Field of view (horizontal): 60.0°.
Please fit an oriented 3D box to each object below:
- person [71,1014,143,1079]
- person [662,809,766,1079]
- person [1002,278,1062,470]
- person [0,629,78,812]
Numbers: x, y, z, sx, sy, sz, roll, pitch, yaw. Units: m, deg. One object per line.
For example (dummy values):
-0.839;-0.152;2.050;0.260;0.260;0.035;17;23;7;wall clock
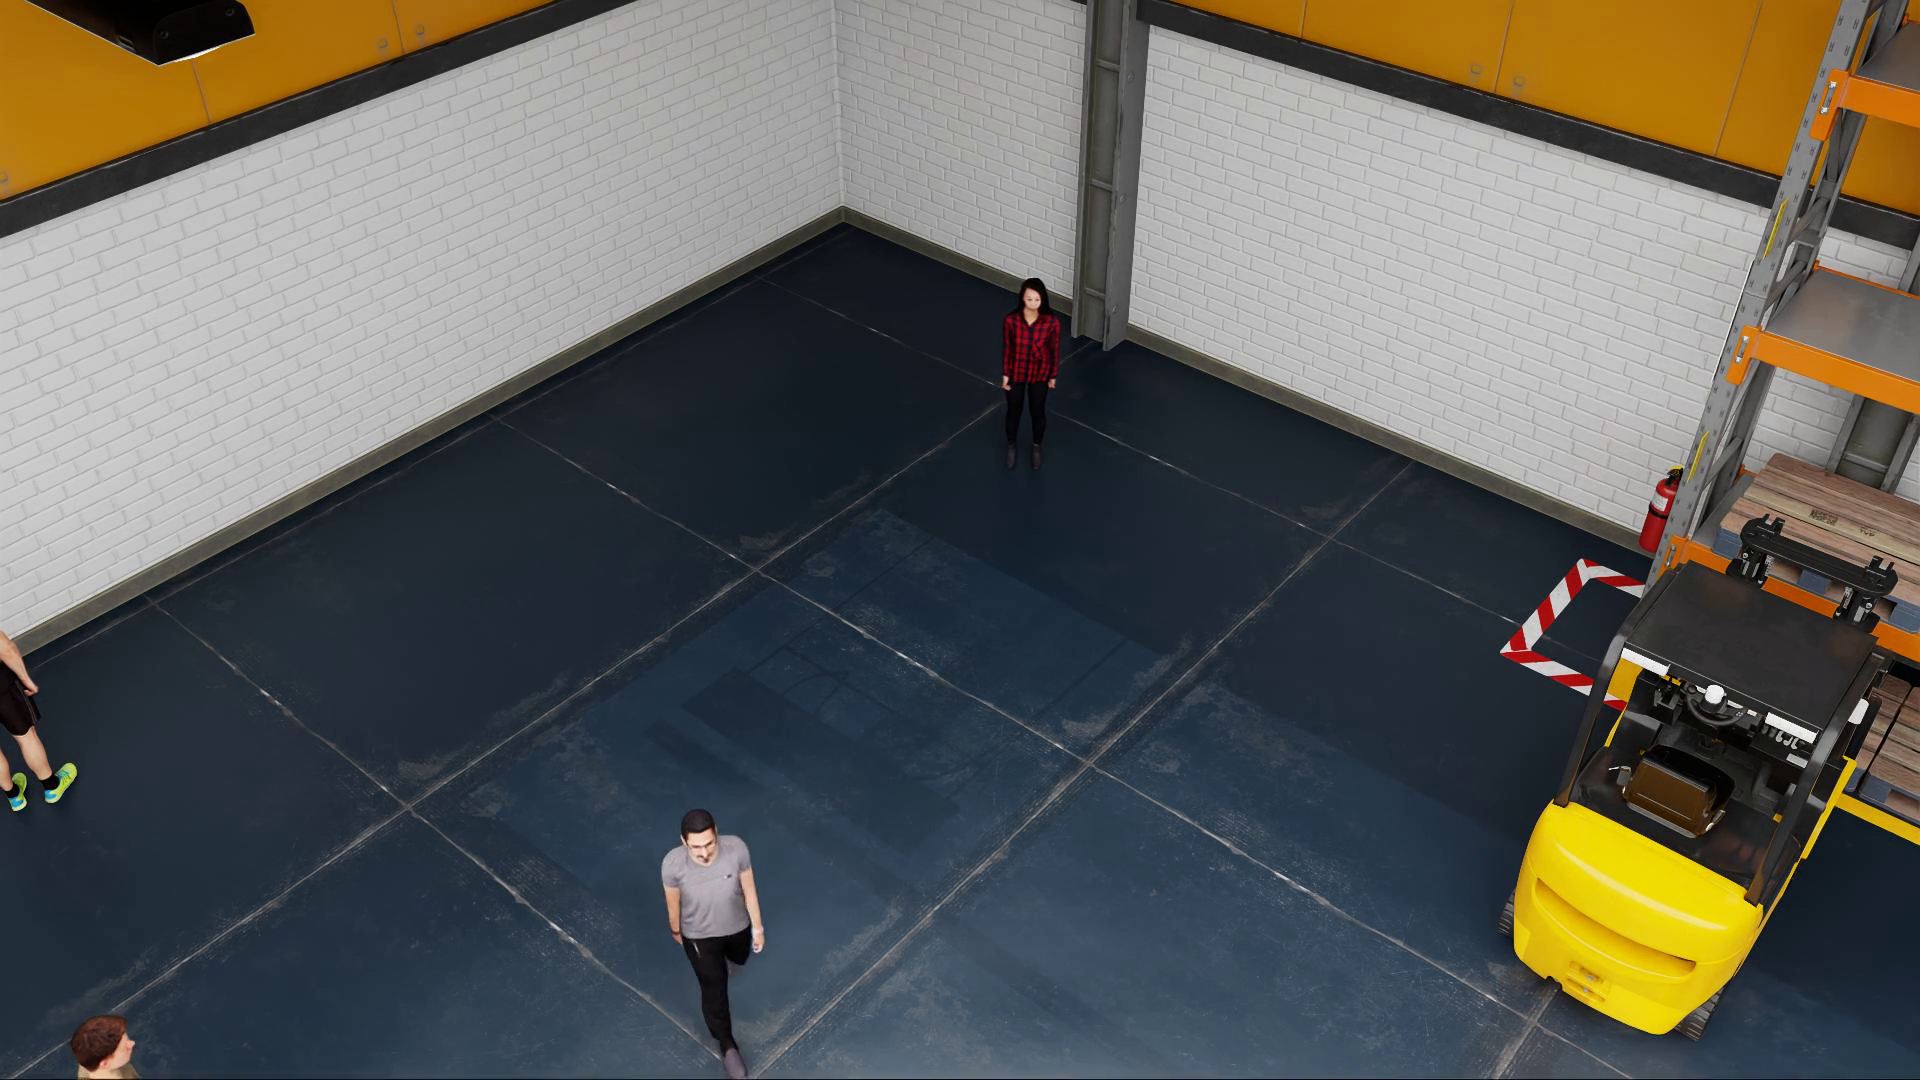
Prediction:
-3.645;2.760;7.386;0.835;1.847;0.719;-17;42;-20;person
-1.265;1.912;8.542;0.891;1.730;1.169;-17;42;-20;person
0.515;-1.269;12.589;0.624;1.650;0.719;3;39;4;person
-5.735;0.849;9.744;0.782;1.891;0.797;-9;40;-11;person
